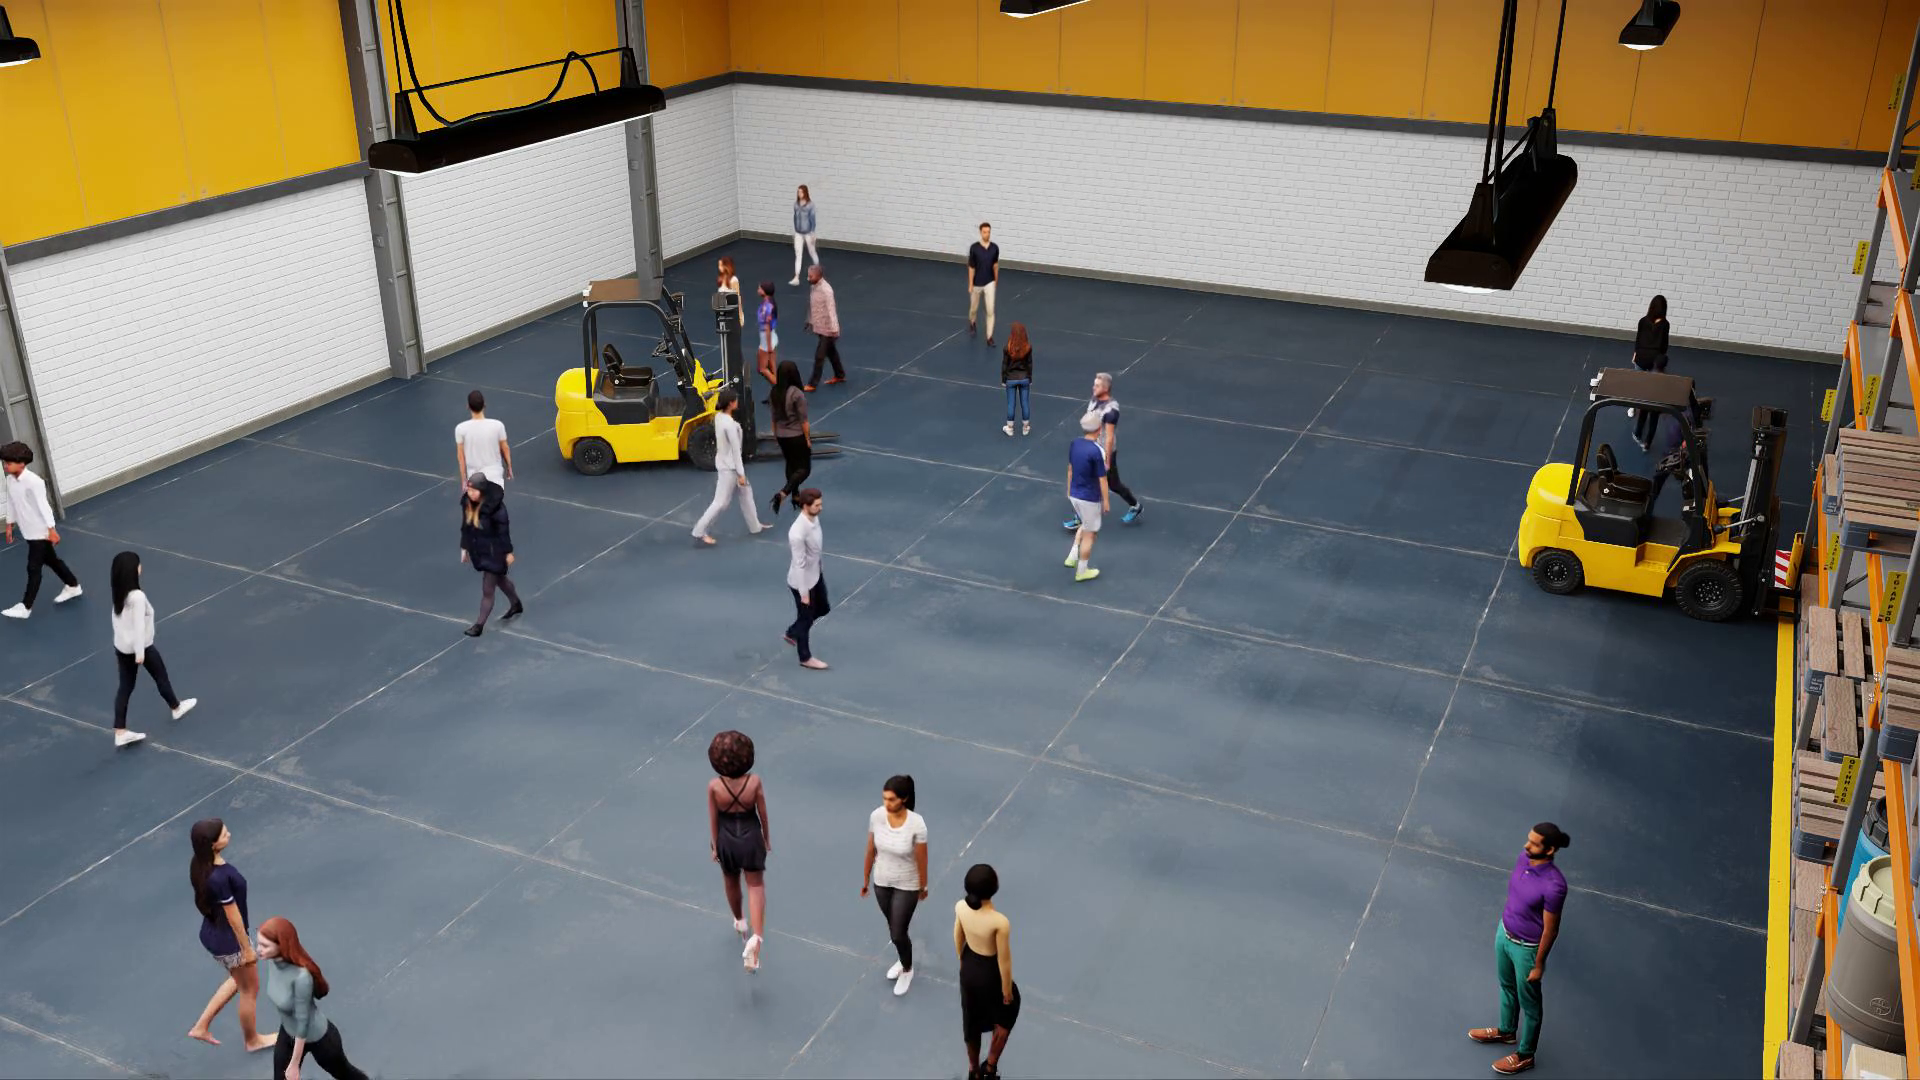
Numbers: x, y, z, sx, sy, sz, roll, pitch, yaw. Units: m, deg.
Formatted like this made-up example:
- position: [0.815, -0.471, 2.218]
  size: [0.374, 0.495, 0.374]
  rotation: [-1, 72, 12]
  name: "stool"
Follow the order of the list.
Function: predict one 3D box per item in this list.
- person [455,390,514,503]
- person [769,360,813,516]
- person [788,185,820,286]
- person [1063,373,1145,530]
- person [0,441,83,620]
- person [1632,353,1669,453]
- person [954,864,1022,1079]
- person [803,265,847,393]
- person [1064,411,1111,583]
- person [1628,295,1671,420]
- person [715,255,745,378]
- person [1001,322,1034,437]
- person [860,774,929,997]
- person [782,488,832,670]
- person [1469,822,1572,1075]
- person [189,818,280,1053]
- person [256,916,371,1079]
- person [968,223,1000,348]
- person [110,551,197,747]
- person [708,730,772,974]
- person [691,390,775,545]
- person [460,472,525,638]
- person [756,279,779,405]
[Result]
- position: [-5.029, -0.639, 17.646]
  size: [1.197, 1.801, 1.309]
  rotation: [-6, 24, -14]
  name: "person"
- position: [-1.921, -1.097, 18.667]
  size: [0.743, 1.823, 1.017]
  rotation: [15, 28, 30]
  name: "person"
- position: [-2.572, -5.166, 28.185]
  size: [0.628, 1.654, 1.088]
  rotation: [11, 26, 23]
  name: "person"
- position: [1.657, -0.968, 18.406]
  size: [1.264, 1.795, 1.176]
  rotation: [-10, 25, -21]
  name: "person"
- position: [-9.125, -0.136, 16.547]
  size: [0.729, 1.760, 1.127]
  rotation: [13, 27, 28]
  name: "person"
- position: [8.668, -1.703, 20.787]
  size: [0.643, 1.234, 0.830]
  rotation: [5, 24, 11]
  name: "person"
- position: [0.102, 2.725, 10.143]
  size: [0.636, 1.647, 0.658]
  rotation: [15, 28, 31]
  name: "person"
- position: [-1.788, -2.927, 22.927]
  size: [1.253, 1.764, 1.165]
  rotation: [-10, 26, -22]
  name: "person"
- position: [1.229, -0.423, 17.134]
  size: [0.820, 1.815, 0.801]
  rotation: [-16, 28, -33]
  name: "person"
- position: [9.084, -2.416, 21.909]
  size: [0.586, 1.642, 0.536]
  rotation: [13, 27, 27]
  name: "person"
- position: [-3.131, -3.127, 23.371]
  size: [0.729, 1.775, 0.725]
  rotation: [-20, 30, -38]
  name: "person"
- position: [0.742, -2.071, 21.322]
  size: [0.627, 1.480, 0.649]
  rotation: [-3, 24, -7]
  name: "person"
- position: [-0.378, 2.263, 11.224]
  size: [0.610, 1.628, 0.651]
  rotation: [15, 28, 30]
  name: "person"
- position: [-1.498, 0.343, 15.364]
  size: [0.820, 1.829, 0.722]
  rotation: [7, 25, 16]
  name: "person"
- position: [3.564, 2.526, 10.445]
  size: [0.786, 1.768, 0.704]
  rotation: [-5, 24, -11]
  name: "person"
- position: [-4.674, 2.543, 10.428]
  size: [0.867, 1.752, 0.759]
  rotation: [-17, 29, -34]
  name: "person"
- position: [-3.712, 2.901, 9.700]
  size: [0.806, 1.679, 1.244]
  rotation: [19, 30, 36]
  name: "person"
- position: [0.313, -3.853, 24.968]
  size: [1.064, 1.824, 1.241]
  rotation: [-4, 24, -8]
  name: "person"
- position: [-7.093, 0.972, 14.159]
  size: [0.671, 1.643, 1.039]
  rotation: [17, 29, 34]
  name: "person"
- position: [-1.495, 2.143, 11.325]
  size: [0.912, 1.767, 1.078]
  rotation: [-4, 24, -8]
  name: "person"
- position: [-2.590, -0.764, 18.062]
  size: [1.247, 1.696, 1.170]
  rotation: [-9, 25, -19]
  name: "person"
- position: [-4.505, 0.104, 16.174]
  size: [0.726, 1.618, 1.089]
  rotation: [13, 27, 27]
  name: "person"
- position: [-2.479, -2.637, 22.303]
  size: [0.763, 1.732, 0.697]
  rotation: [1, 24, 2]
  name: "person"
